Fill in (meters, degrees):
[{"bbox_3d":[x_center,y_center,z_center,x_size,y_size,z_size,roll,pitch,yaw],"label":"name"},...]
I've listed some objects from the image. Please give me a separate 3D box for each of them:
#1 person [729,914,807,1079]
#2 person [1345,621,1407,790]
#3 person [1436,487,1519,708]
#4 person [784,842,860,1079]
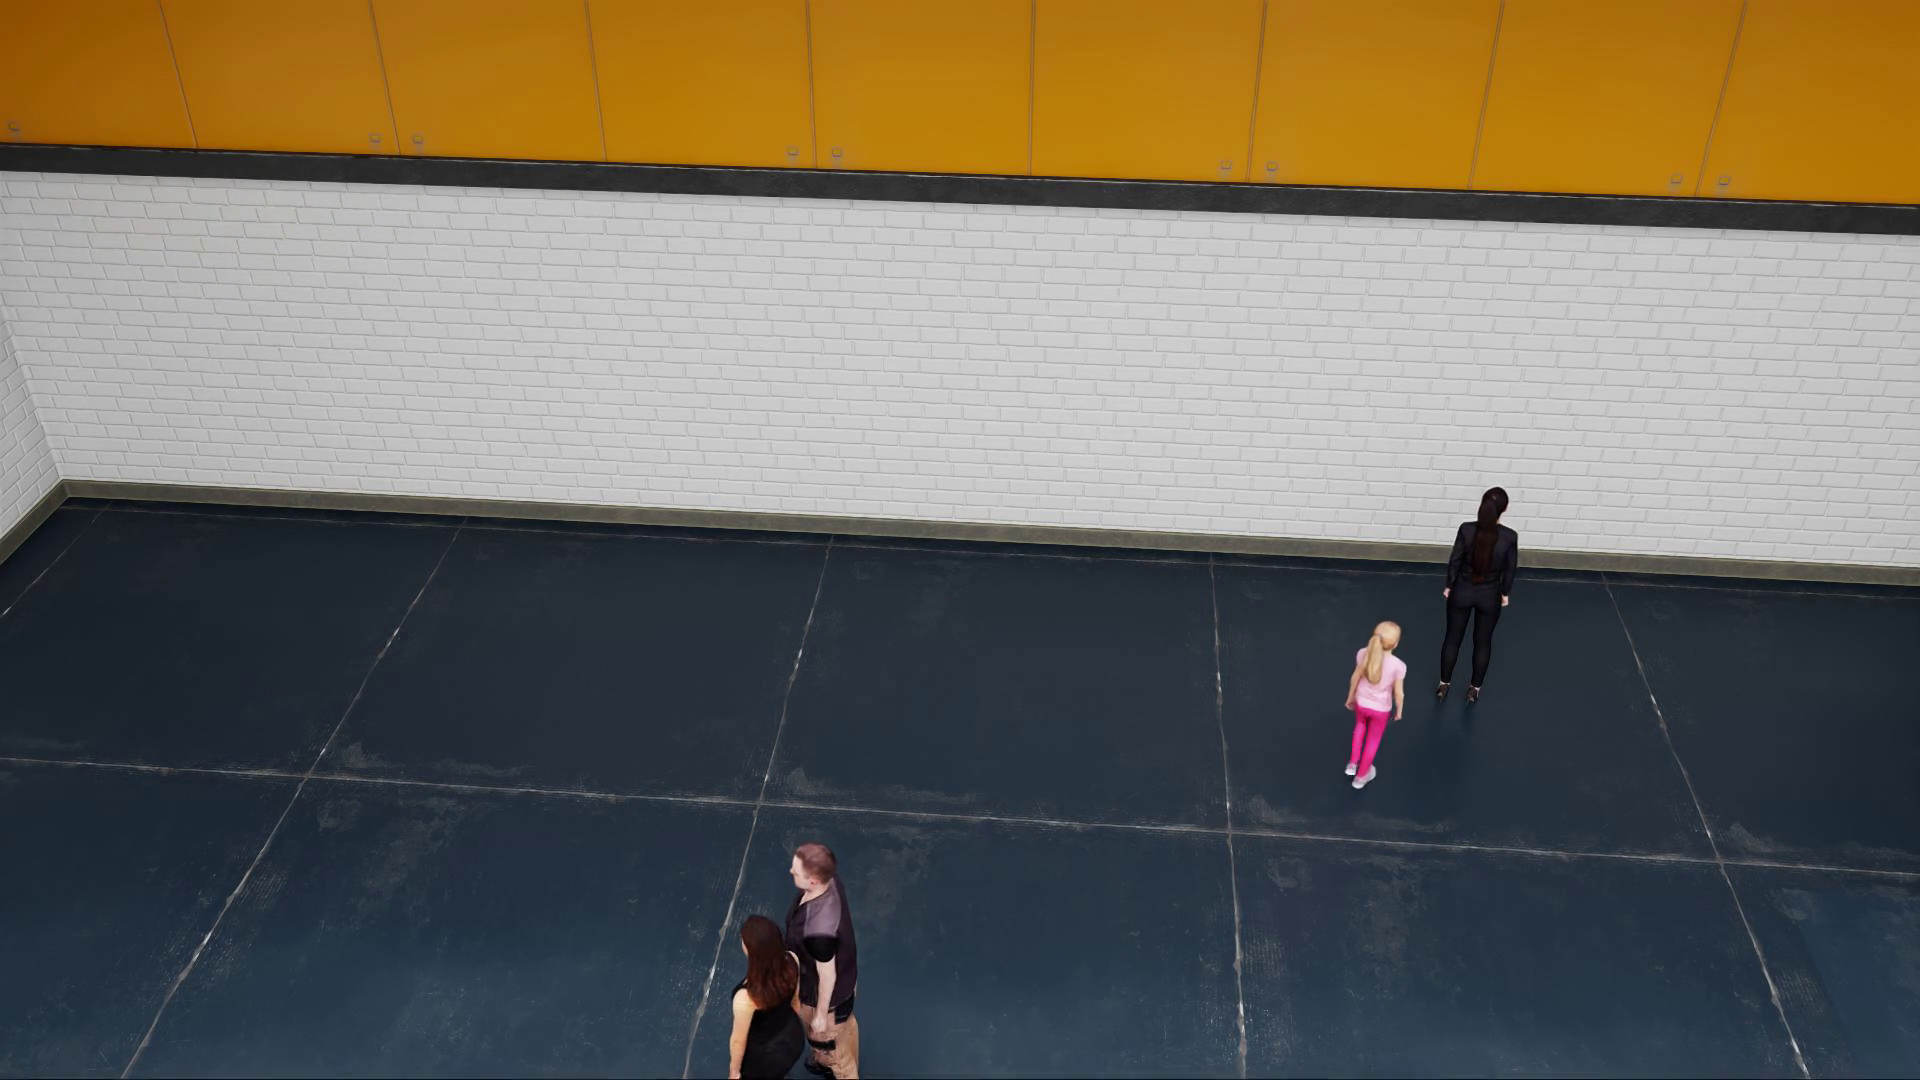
[{"bbox_3d":[-0.853,2.494,7.974,0.923,1.663,1.002,21,39,28],"label":"person"},{"bbox_3d":[2.582,1.060,10.492,0.593,1.264,0.640,23,40,30],"label":"person"},{"bbox_3d":[3.451,0.378,11.114,0.615,1.712,0.560,10,35,15],"label":"person"},{"bbox_3d":[-0.658,2.192,8.267,0.773,1.841,0.571,-2,34,-3],"label":"person"}]
